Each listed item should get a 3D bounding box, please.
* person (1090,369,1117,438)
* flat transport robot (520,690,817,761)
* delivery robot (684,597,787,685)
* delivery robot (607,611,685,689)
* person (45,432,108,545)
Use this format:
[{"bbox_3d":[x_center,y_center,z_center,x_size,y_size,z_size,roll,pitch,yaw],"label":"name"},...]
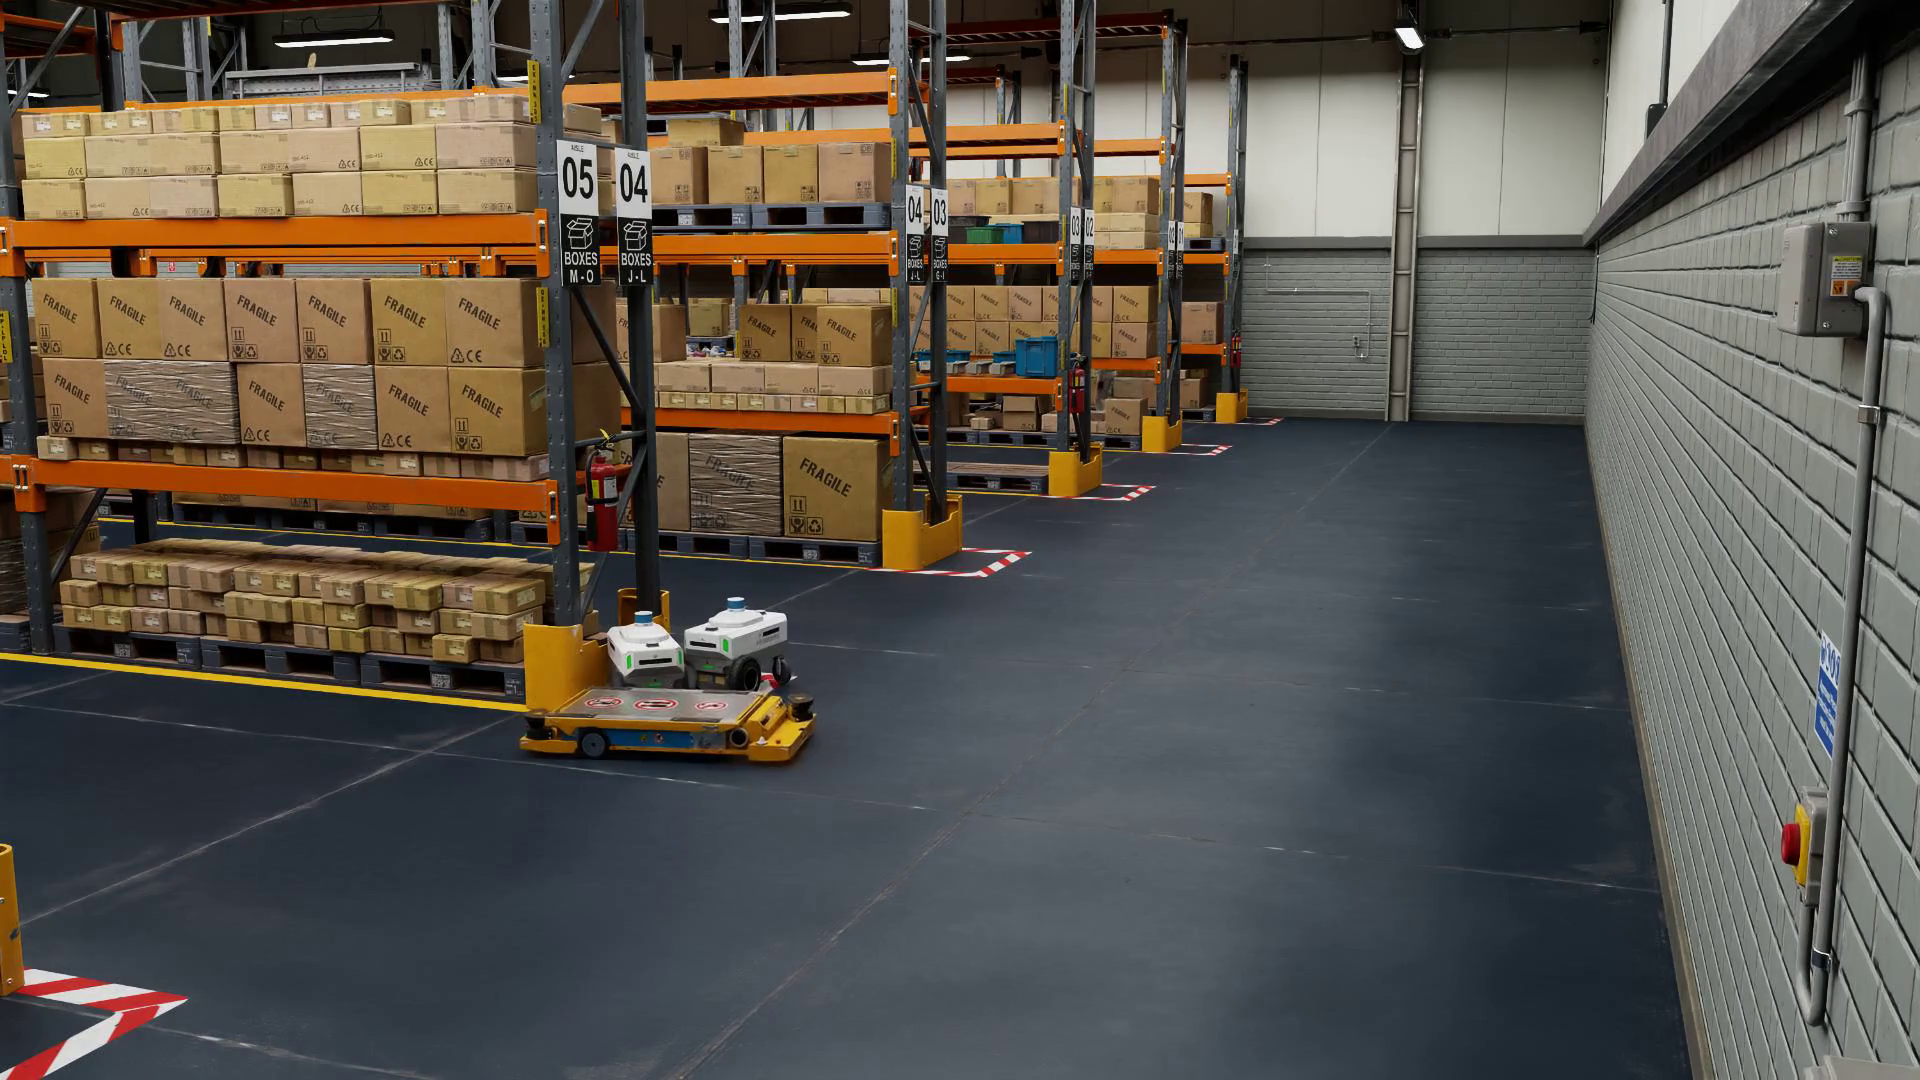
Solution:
[{"bbox_3d":[2.176,-2.488,25.359,0.406,1.882,0.587,3,10,19],"label":"person"},{"bbox_3d":[-1.528,0.963,8.817,1.431,0.197,0.652,1,9,7],"label":"flat transport robot"},{"bbox_3d":[-1.340,0.588,9.984,0.477,0.478,0.707,5,10,26],"label":"delivery robot"},{"bbox_3d":[-1.816,0.653,9.579,0.477,0.478,0.707,-3,10,-20],"label":"delivery robot"},{"bbox_3d":[-8.088,-0.724,14.873,0.876,1.695,0.510,4,10,25],"label":"person"}]
